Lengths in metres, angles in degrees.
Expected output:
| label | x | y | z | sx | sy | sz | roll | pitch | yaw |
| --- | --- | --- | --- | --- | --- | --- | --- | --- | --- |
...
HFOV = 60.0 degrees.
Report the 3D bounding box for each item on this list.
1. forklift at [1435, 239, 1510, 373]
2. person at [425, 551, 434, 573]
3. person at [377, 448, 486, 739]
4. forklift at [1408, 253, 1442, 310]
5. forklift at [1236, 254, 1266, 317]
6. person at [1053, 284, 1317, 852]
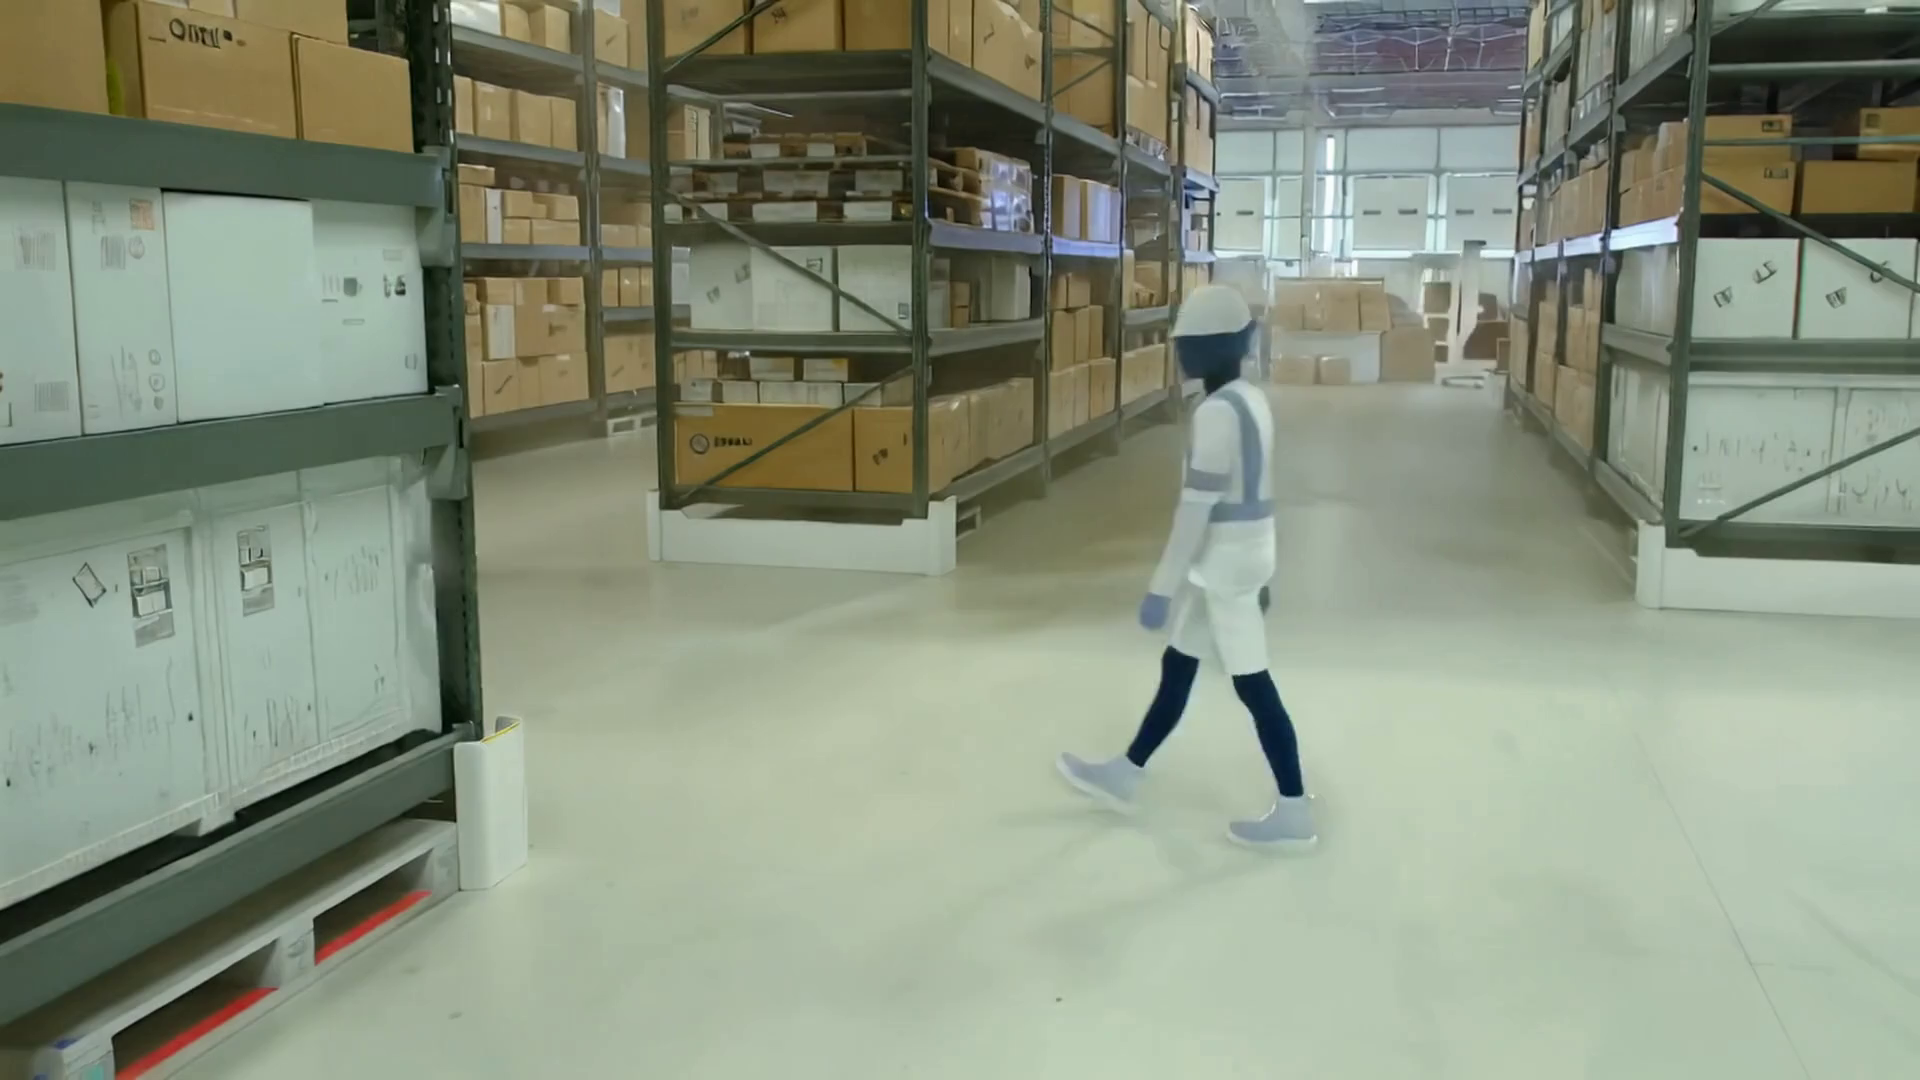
| label | x | y | z | sx | sy | sz | roll | pitch | yaw |
| --- | --- | --- | --- | --- | --- | --- | --- | --- | --- |
| forklift | 10.790 | -4.944 | 35.185 | 1.873 | 2.768 | 1.129 | 2 | 9 | 15 |
| person | -3.858 | -0.700 | 11.353 | 0.400 | 1.899 | 0.636 | -9 | 12 | -43 |
| person | -2.311 | 0.047 | 6.943 | 0.993 | 1.791 | 0.591 | 2 | 9 | 14 |
| forklift | 15.027 | -7.866 | 53.745 | 1.129 | 2.768 | 1.873 | -2 | 9 | -13 |
| forklift | 9.764 | -8.224 | 56.022 | 1.129 | 2.768 | 1.873 | 5 | 10 | 27 |
| person | 0.813 | 0.099 | 5.935 | 1.062 | 1.988 | 0.623 | 3 | 9 | 19 |
